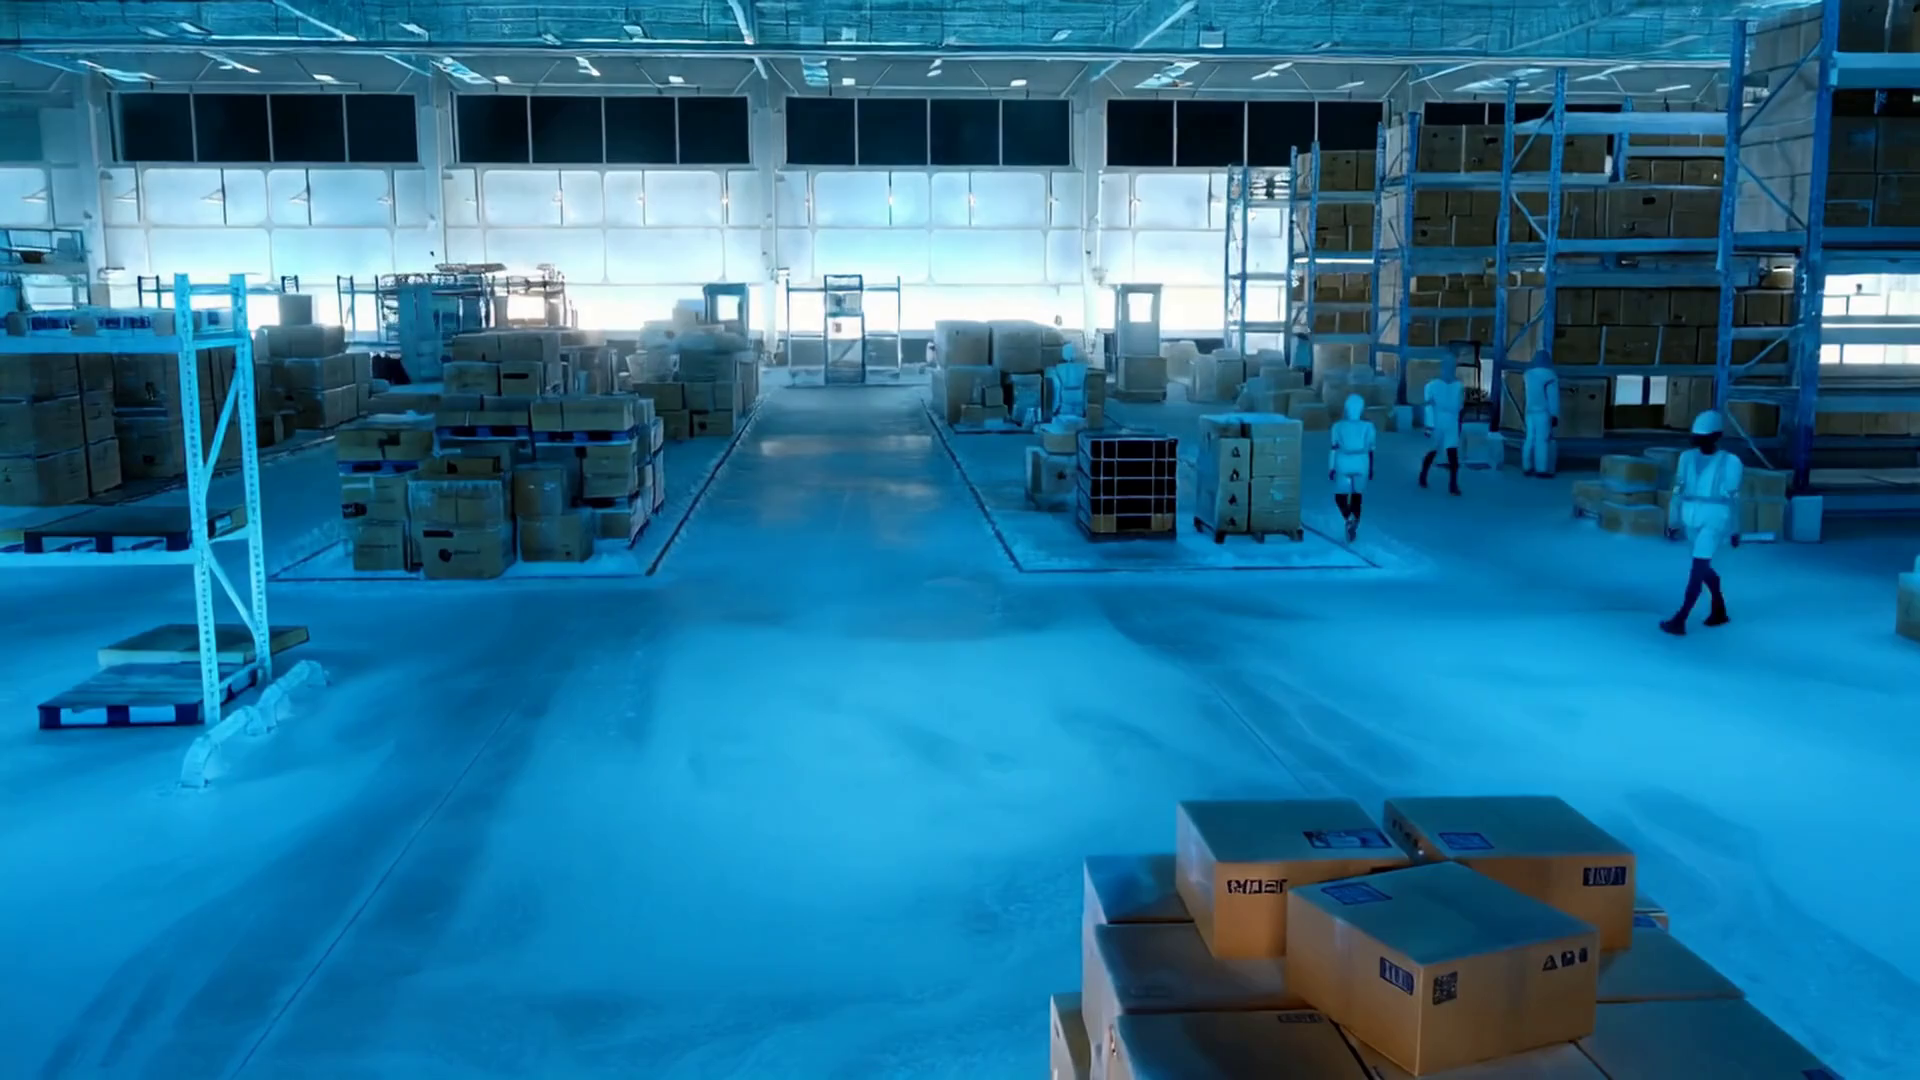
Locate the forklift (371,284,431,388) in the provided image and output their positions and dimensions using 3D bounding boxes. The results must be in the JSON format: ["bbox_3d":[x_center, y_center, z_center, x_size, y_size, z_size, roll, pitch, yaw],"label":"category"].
[{"bbox_3d":[-12.674,-4.557,38.646,1.873,2.768,1.129,2,9,13],"label":"forklift"}]

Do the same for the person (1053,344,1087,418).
[{"bbox_3d":[1.801,-2.238,27.114,0.587,1.913,0.391,-4,10,-24],"label":"person"}]

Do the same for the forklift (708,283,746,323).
[{"bbox_3d":[-5.818,-5.043,41.696,1.129,2.768,1.873,-1,9,-4],"label":"forklift"}]

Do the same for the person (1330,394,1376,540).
[{"bbox_3d":[4.463,-0.808,18.864,0.538,1.681,0.562,0,9,-2],"label":"person"}]

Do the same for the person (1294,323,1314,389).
[{"bbox_3d":[7.677,-3.903,37.482,1.030,1.954,0.602,0,9,-1],"label":"person"}]

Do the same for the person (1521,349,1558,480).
[{"bbox_3d":[8.610,-1.866,24.706,0.379,1.937,0.629,-5,10,-27],"label":"person"}]

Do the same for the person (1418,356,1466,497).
[{"bbox_3d":[6.663,-1.591,23.002,0.614,1.936,0.902,-1,9,-5],"label":"person"}]

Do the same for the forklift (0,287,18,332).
[{"bbox_3d":[-16.256,-2.887,28.158,1.873,2.768,1.129,-1,9,-4],"label":"forklift"}]

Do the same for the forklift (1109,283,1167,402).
[{"bbox_3d":[4.315,-4.768,39.969,1.129,2.768,1.873,-1,9,-4],"label":"forklift"}]

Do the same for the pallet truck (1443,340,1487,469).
[{"bbox_3d":[8.004,-2.170,26.422,0.823,1.965,1.885,2,9,14],"label":"pallet truck"}]

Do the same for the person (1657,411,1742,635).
[{"bbox_3d":[6.313,-0.156,14.126,1.027,1.885,0.558,-6,11,-32],"label":"person"}]
